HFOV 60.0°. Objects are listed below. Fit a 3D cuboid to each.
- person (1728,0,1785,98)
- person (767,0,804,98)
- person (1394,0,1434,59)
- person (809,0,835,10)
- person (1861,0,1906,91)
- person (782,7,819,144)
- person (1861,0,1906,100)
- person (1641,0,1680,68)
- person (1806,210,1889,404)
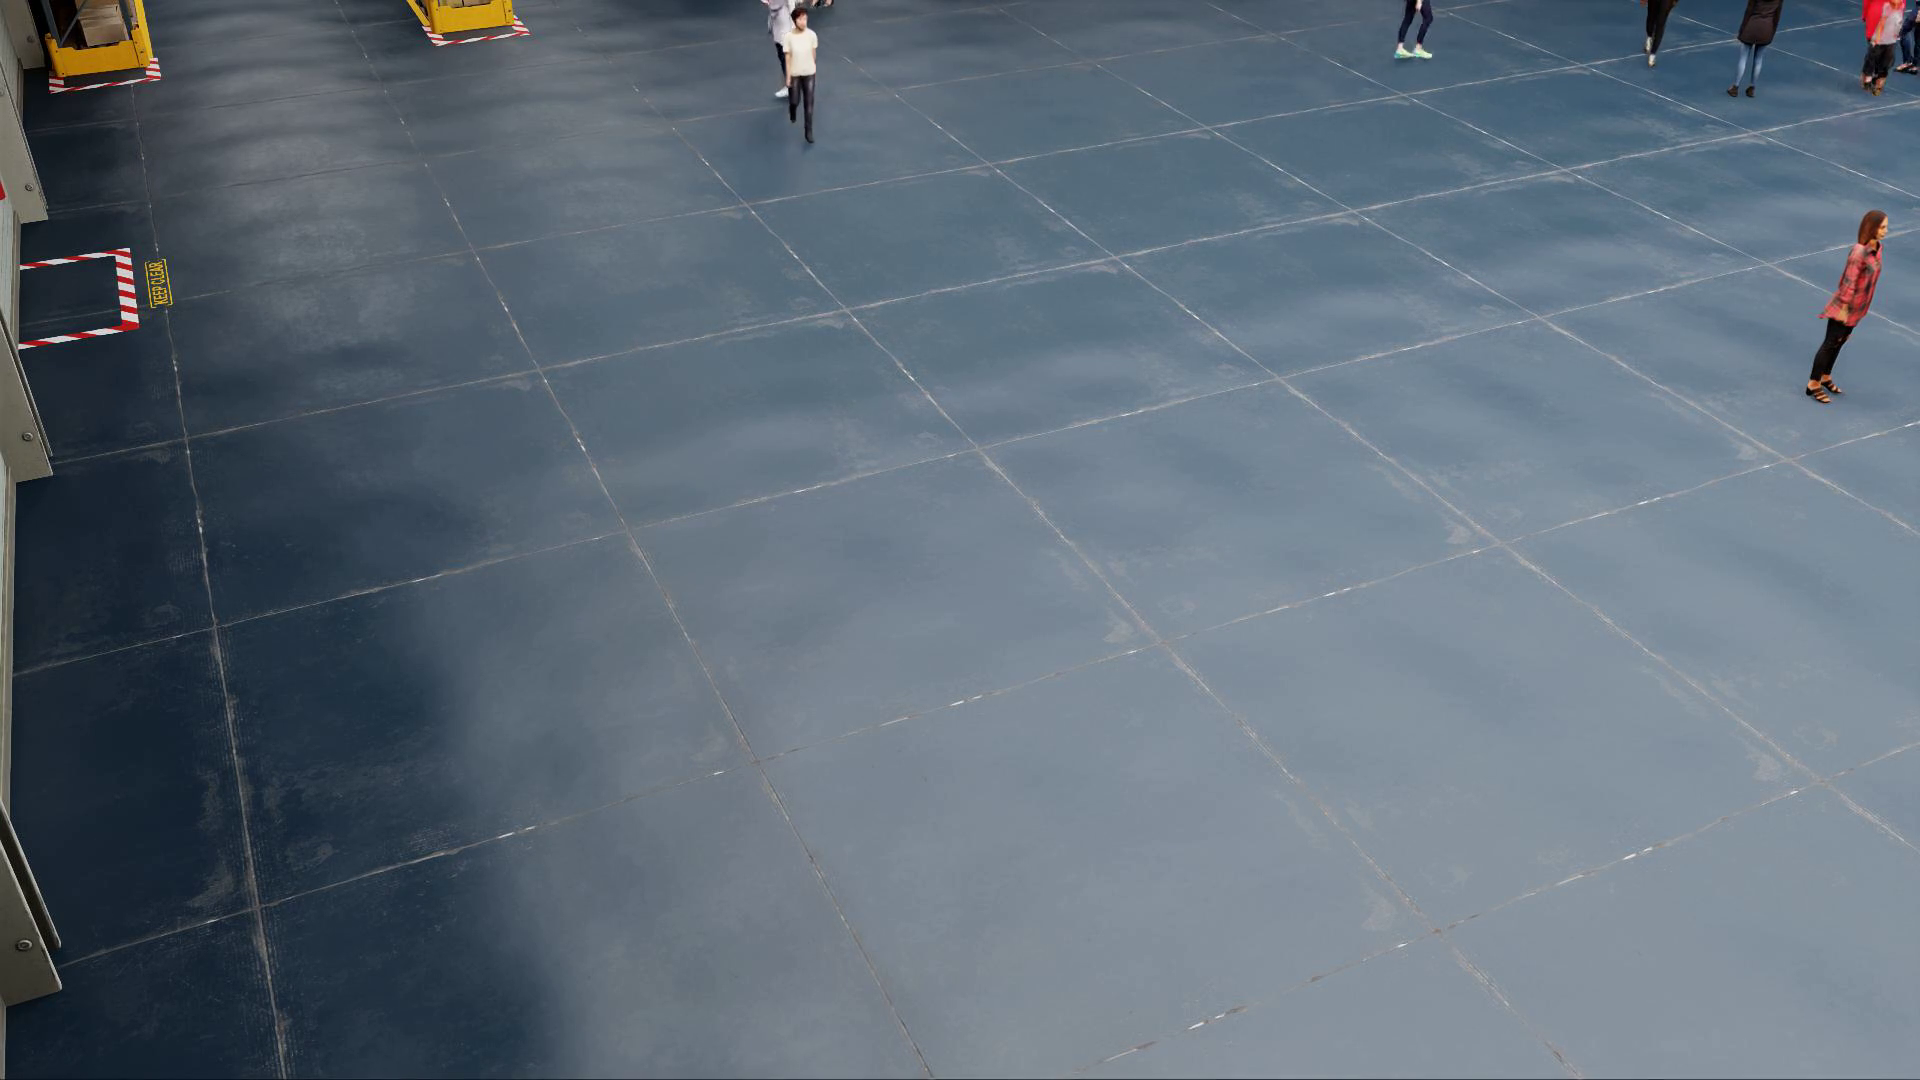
[{"bbox_3d":[10.177,-6.490,21.216,0.729,1.634,0.758,3,33,5],"label":"person"},{"bbox_3d":[-2.172,-6.556,21.203,0.791,1.759,0.789,-25,41,-33],"label":"person"},{"bbox_3d":[6.093,-7.357,22.500,0.829,1.689,0.777,-1,33,-2],"label":"person"},{"bbox_3d":[-1.964,-8.807,24.618,0.794,1.810,0.830,17,37,24],"label":"person"},{"bbox_3d":[11.862,-6.658,21.411,0.774,1.704,0.861,27,41,35],"label":"person"},{"bbox_3d":[-1.914,-5.557,19.839,0.650,1.573,0.831,-10,34,-15],"label":"person"},{"bbox_3d":[11.902,-6.515,21.437,0.782,1.435,0.868,2,33,2],"label":"person"},{"bbox_3d":[9.501,-7.403,22.498,1.188,1.768,1.214,13,35,19],"label":"person"},{"bbox_3d":[7.632,-2.018,14.277,0.674,1.703,0.652,-27,41,-35],"label":"person"}]
